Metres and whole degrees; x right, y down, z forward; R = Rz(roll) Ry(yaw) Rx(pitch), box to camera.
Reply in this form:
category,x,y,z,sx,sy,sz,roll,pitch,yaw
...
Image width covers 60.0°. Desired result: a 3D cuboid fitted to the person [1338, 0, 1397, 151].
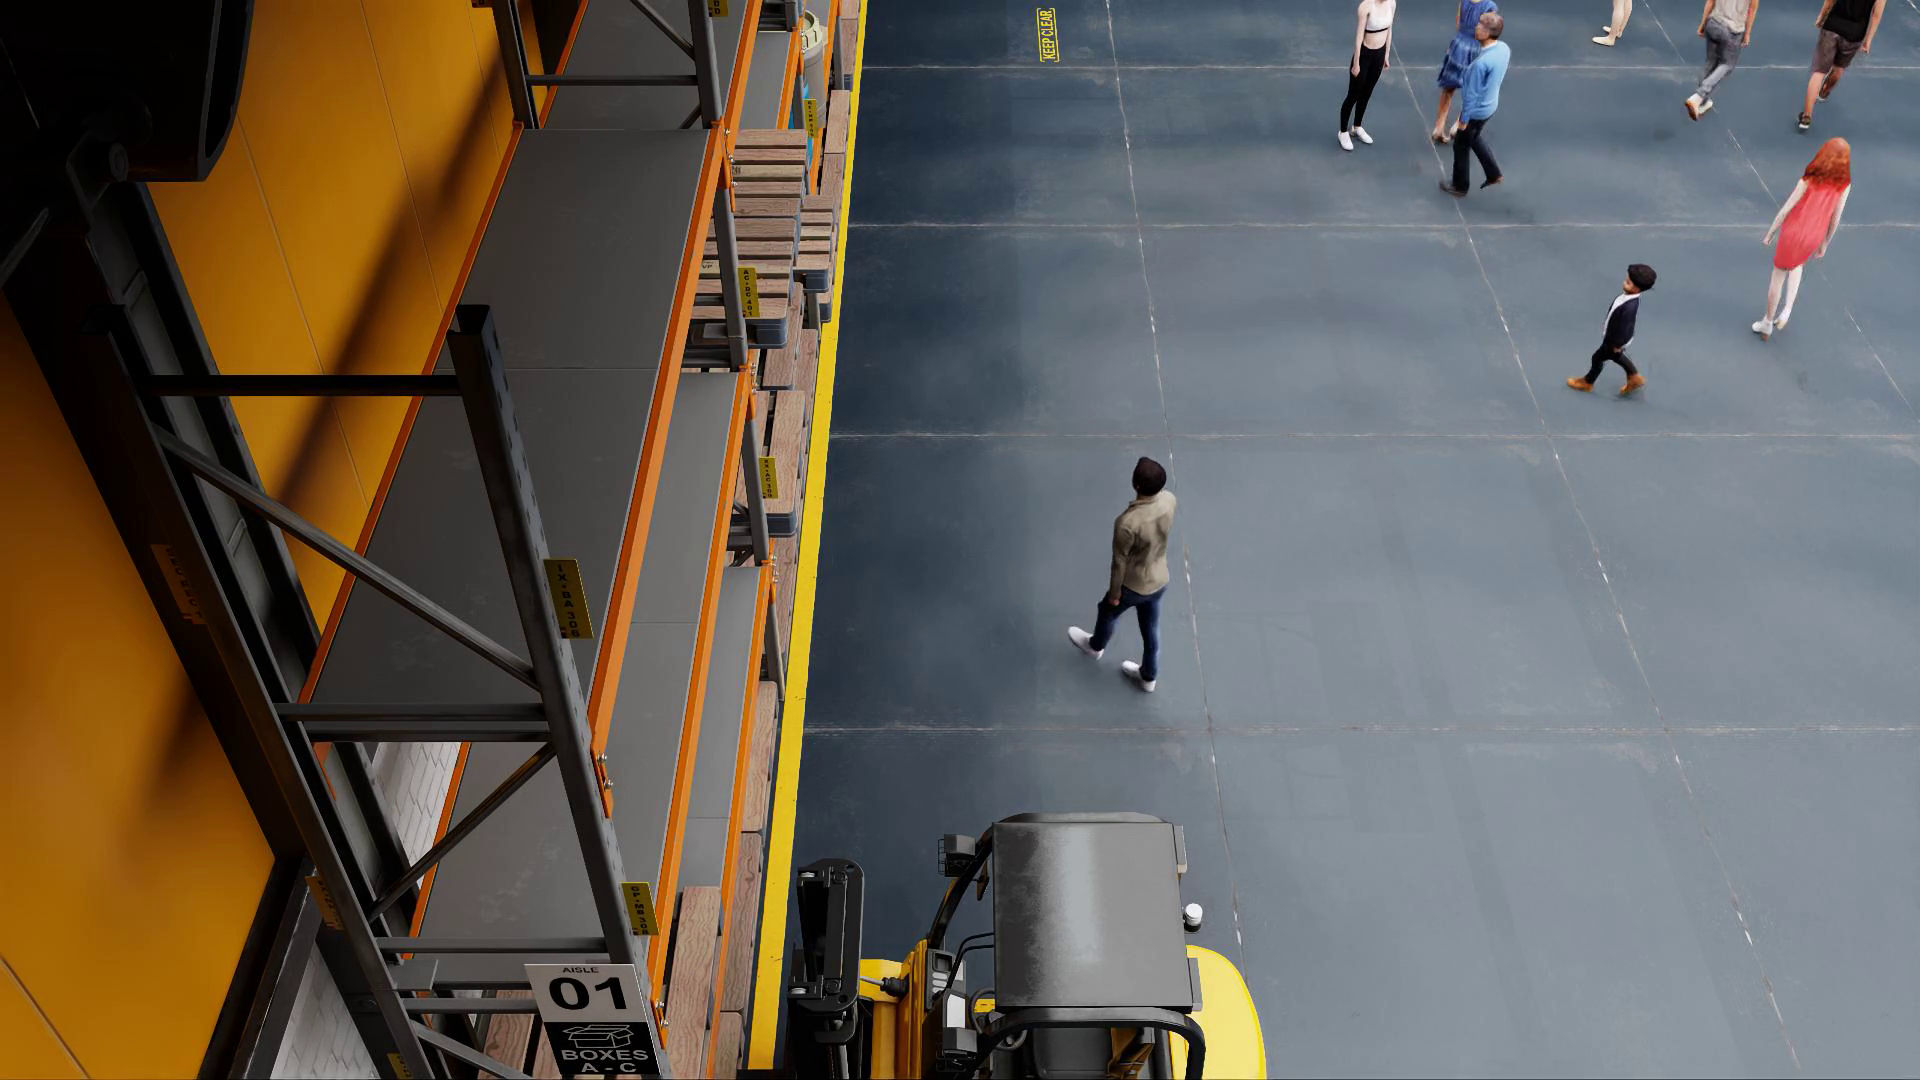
category,x,y,z,sx,sy,sz,roll,pitch,yaw
person,3.867,-4.572,15.773,0.667,1.749,0.673,-20,47,-20

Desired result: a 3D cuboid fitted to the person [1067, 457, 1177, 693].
category,x,y,z,sx,sy,sz,roll,pitch,yaw
person,1.204,0.294,10.598,1.044,1.841,1.127,-29,51,-27

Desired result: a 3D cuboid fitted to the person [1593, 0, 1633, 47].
category,x,y,z,sx,sy,sz,roll,pitch,yaw
person,6.987,-5.977,17.323,0.679,1.644,0.598,29,51,27

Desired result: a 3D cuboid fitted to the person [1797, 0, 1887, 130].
category,x,y,z,sx,sy,sz,roll,pitch,yaw
person,8.475,-4.839,16.012,1.045,1.805,1.309,19,47,19

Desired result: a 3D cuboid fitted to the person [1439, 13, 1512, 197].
category,x,y,z,sx,sy,sz,roll,pitch,yaw
person,4.755,-3.872,15.005,0.971,1.793,0.918,34,53,30

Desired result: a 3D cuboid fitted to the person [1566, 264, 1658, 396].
category,x,y,z,sx,sy,sz,roll,pitch,yaw
person,5.236,-1.631,13.075,0.747,1.211,0.821,16,46,16

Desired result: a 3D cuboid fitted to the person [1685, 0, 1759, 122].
category,x,y,z,sx,sy,sz,roll,pitch,yaw
person,7.331,-4.908,16.036,1.057,1.872,1.015,-28,50,-26

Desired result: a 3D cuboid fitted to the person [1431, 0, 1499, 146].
category,x,y,z,sx,sy,sz,roll,pitch,yaw
person,4.719,-4.510,15.676,0.884,1.794,0.816,-28,50,-26

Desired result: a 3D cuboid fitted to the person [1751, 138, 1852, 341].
category,x,y,z,sx,sy,sz,roll,pitch,yaw
person,6.799,-2.361,13.404,0.606,1.816,0.576,-2,44,-2
